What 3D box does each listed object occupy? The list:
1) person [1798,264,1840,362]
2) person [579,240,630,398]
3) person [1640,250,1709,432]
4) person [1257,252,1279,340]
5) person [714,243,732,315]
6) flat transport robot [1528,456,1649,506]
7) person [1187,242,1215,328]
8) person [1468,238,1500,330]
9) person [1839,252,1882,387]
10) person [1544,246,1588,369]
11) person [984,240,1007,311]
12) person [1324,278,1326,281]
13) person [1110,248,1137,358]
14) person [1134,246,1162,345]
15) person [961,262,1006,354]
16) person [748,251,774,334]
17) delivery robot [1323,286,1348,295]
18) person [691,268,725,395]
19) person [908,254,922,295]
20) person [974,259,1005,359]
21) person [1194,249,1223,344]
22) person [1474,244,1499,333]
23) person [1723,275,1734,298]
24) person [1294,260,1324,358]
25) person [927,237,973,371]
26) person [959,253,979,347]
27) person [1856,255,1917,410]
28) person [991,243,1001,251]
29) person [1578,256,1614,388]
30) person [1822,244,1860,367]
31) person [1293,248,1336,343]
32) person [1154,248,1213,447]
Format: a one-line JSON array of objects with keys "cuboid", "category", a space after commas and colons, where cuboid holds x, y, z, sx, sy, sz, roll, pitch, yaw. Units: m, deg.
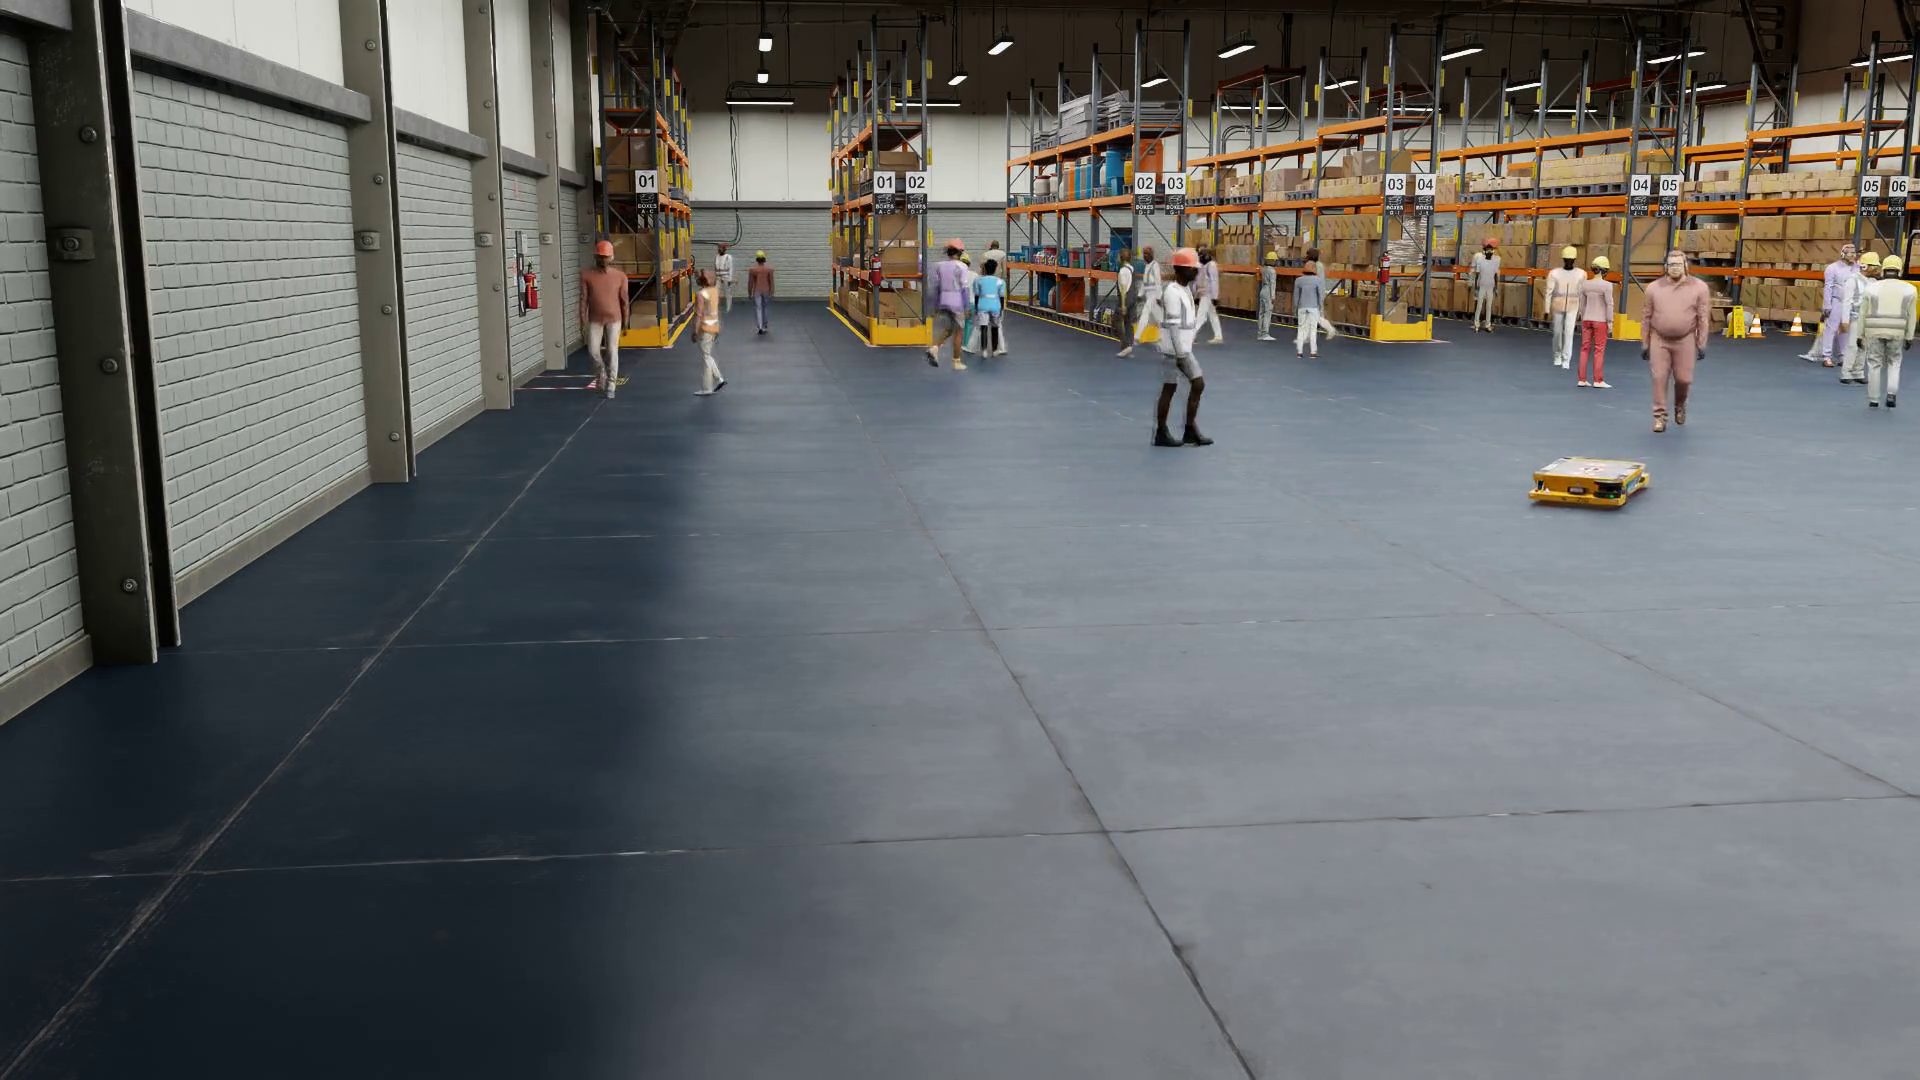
[{"cuboid": [13.913, -3.589, 26.503, 0.886, 1.590, 0.551, 8, 13, 39], "category": "person"}, {"cuboid": [-4.465, -2.764, 20.909, 0.646, 1.978, 0.444, -1, 10, -6], "category": "person"}, {"cuboid": [7.449, -2.076, 17.389, 0.660, 1.886, 0.547, 5, 12, 26], "category": "person"}, {"cuboid": [6.095, -4.806, 32.785, 0.345, 1.733, 0.480, -3, 11, -17], "category": "person"}, {"cuboid": [-6.217, -6.747, 43.103, 0.606, 1.848, 0.871, 5, 11, 25], "category": "person"}, {"cuboid": [4.945, -0.471, 13.031, 0.652, 0.197, 1.431, 6, 12, 30], "category": "flat transport robot"}, {"cuboid": [5.331, -5.657, 36.944, 0.646, 1.910, 0.750, 2, 10, 8], "category": "person"}, {"cuboid": [11.411, -5.565, 36.253, 0.655, 1.994, 0.568, 1, 10, 6], "category": "person"}, {"cuboid": [12.277, -3.004, 22.666, 0.623, 1.820, 0.409, -6, 12, -28], "category": "person"}, {"cuboid": [9.439, -3.632, 25.935, 0.594, 1.899, 0.932, 3, 11, 18], "category": "person"}, {"cuboid": [0.954, -7.179, 45.248, 0.627, 1.934, 0.372, 0, 10, 1], "category": "person"}, {"cuboid": [10.444, -7.794, 48.850, 0.639, 1.850, 0.454, 7, 12, 33], "category": "person"}, {"cuboid": [2.739, -3.939, 27.750, 0.414, 1.829, 0.522, 6, 12, 30], "category": "person"}, {"cuboid": [3.500, -4.583, 31.259, 0.951, 1.833, 0.573, 0, 10, -2], "category": "person"}, {"cuboid": [0.433, -3.999, 28.742, 0.832, 1.595, 0.521, 7, 12, 33], "category": "person"}, {"cuboid": [-4.184, -5.208, 35.023, 0.535, 1.724, 0.895, -1, 10, -8], "category": "person"}, {"cuboid": [11.175, -7.303, 49.449, 0.707, 0.478, 0.477, 0, 10, -2], "category": "delivery robot"}, {"cuboid": [-3.258, -2.661, 21.283, 0.358, 1.625, 0.545, 3, 11, 18], "category": "person"}, {"cuboid": [-1.197, -6.872, 43.595, 0.556, 1.920, 0.735, -3, 11, -16], "category": "person"}, {"cuboid": [0.491, -3.841, 27.697, 0.528, 1.655, 0.864, 0, 10, 1], "category": "person"}, {"cuboid": [4.588, -4.600, 31.492, 0.955, 1.791, 0.651, -1, 10, -3], "category": "person"}, {"cuboid": [11.179, -5.335, 35.308, 0.516, 1.873, 0.329, 0, 10, 0], "category": "person"}, {"cuboid": [20.854, -7.104, 44.887, 0.589, 1.919, 0.398, -6, 12, -31], "category": "person"}, {"cuboid": [5.847, -3.866, 27.904, 0.507, 1.631, 0.266, 5, 12, 28], "category": "person"}, {"cuboid": [-0.150, -3.561, 25.176, 0.639, 2.020, 0.622, 9, 14, 41], "category": "person"}, {"cuboid": [0.078, -4.193, 29.388, 0.530, 1.750, 0.550, 0, 10, -2], "category": "person"}, {"cuboid": [10.861, -2.428, 19.535, 0.594, 1.817, 0.431, 4, 11, 21], "category": "person"}, {"cuboid": [0.891, -7.645, 48.014, 0.604, 1.866, 1.028, 9, 13, 39], "category": "person"}, {"cuboid": [8.578, -2.925, 22.391, 0.318, 1.768, 0.531, -6, 12, -29], "category": "person"}, {"cuboid": [13.793, -3.647, 25.951, 0.639, 1.910, 0.407, -2, 10, -9], "category": "person"}, {"cuboid": [6.761, -4.643, 31.661, 0.733, 1.822, 0.631, -2, 11, -11], "category": "person"}, {"cuboid": [2.190, -1.831, 15.962, 0.704, 1.912, 0.582, 5, 11, 24], "category": "person"}]
